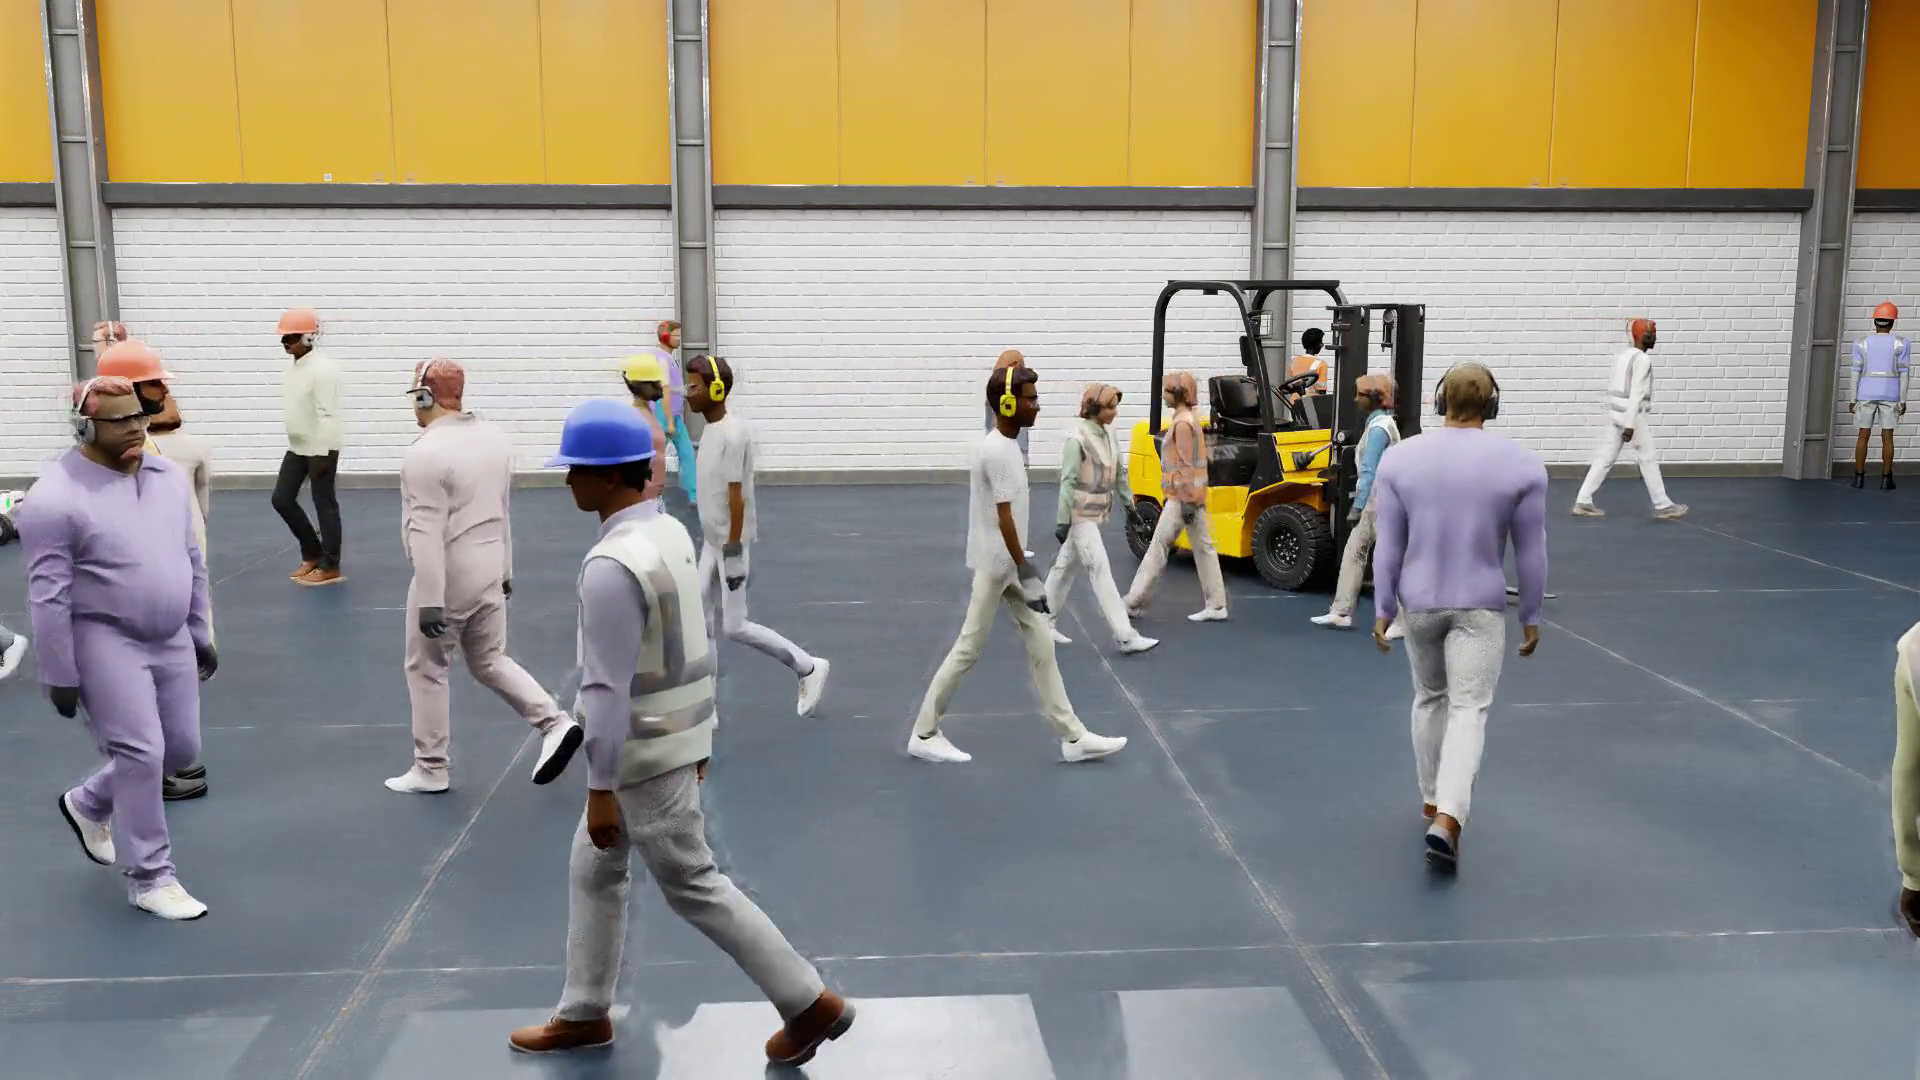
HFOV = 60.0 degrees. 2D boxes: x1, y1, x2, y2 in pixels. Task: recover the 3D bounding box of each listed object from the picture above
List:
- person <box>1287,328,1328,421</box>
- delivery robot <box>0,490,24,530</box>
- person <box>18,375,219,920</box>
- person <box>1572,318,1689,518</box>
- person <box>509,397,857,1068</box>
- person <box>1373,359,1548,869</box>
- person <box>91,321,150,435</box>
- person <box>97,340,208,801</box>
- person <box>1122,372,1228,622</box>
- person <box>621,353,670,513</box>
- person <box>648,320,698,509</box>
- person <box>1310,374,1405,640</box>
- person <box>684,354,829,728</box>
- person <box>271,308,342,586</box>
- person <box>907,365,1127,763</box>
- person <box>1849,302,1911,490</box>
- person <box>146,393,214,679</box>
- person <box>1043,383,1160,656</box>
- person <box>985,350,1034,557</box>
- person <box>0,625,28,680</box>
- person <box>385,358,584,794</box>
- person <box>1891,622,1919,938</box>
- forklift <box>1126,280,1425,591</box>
[{"bbox_3d":[3.506,-1.289,16.752,0.318,1.691,0.534,-6,11,-31],"label":"person"},{"bbox_3d":[-8.132,-0.285,13.706,0.707,0.478,0.477,-1,9,-8],"label":"delivery robot"},{"bbox_3d":[-2.938,0.359,5.795,0.699,1.880,0.646,3,10,19],"label":"person"},{"bbox_3d":[6.120,-1.100,15.166,1.022,1.827,0.584,0,9,-1],"label":"person"},{"bbox_3d":[-0.768,0.557,4.552,0.972,1.907,0.615,0,9,1],"label":"person"},{"bbox_3d":[1.885,0.267,6.353,0.641,1.907,0.955,4,10,24],"label":"person"},{"bbox_3d":[-6.161,-0.630,12.040,0.824,1.878,0.651,-4,10,-22],"label":"person"},{"bbox_3d":[-3.442,0.131,7.045,0.347,1.943,0.544,-4,10,-24],"label":"person"},{"bbox_3d":[1.329,-0.265,10.577,0.840,1.591,0.545,2,9,14],"label":"person"},{"bbox_3d":[-1.964,-0.252,10.054,0.554,1.752,0.530,0,9,3],"label":"person"},{"bbox_3d":[-2.781,-1.159,15.594,0.956,1.805,0.582,0,9,0],"label":"person"},{"bbox_3d":[2.454,-0.199,10.124,0.739,1.608,0.532,2,9,13],"label":"person"},{"bbox_3d":[-1.066,0.017,8.069,0.772,1.844,0.533,-5,10,-27],"label":"person"},{"bbox_3d":[-4.639,-0.644,11.781,0.650,1.976,0.475,7,12,39],"label":"person"},{"bbox_3d":[0.218,0.129,7.458,1.002,1.817,0.517,2,9,13],"label":"person"},{"bbox_3d":[9.502,-1.486,17.207,0.543,1.939,0.361,6,11,33],"label":"person"},{"bbox_3d":[-4.419,-0.042,9.231,0.504,1.597,0.830,-9,13,-44],"label":"person"},{"bbox_3d":[0.786,-0.126,9.745,0.881,1.581,0.529,5,10,27],"label":"person"},{"bbox_3d":[0.381,-0.680,13.104,0.266,1.631,0.507,-6,11,-31],"label":"person"},{"bbox_3d":[-5.404,0.012,8.817,0.603,1.620,0.508,-8,12,-40],"label":"person"},{"bbox_3d":[-2.042,0.167,7.049,0.814,1.874,0.674,3,9,16],"label":"person"},{"bbox_3d":[2.293,0.746,3.564,0.420,1.815,0.616,-4,10,-25],"label":"person"},{"bbox_3d":[2.301,-0.860,12.475,1.214,2.155,2.313,-6,11,-35],"label":"forklift"}]
